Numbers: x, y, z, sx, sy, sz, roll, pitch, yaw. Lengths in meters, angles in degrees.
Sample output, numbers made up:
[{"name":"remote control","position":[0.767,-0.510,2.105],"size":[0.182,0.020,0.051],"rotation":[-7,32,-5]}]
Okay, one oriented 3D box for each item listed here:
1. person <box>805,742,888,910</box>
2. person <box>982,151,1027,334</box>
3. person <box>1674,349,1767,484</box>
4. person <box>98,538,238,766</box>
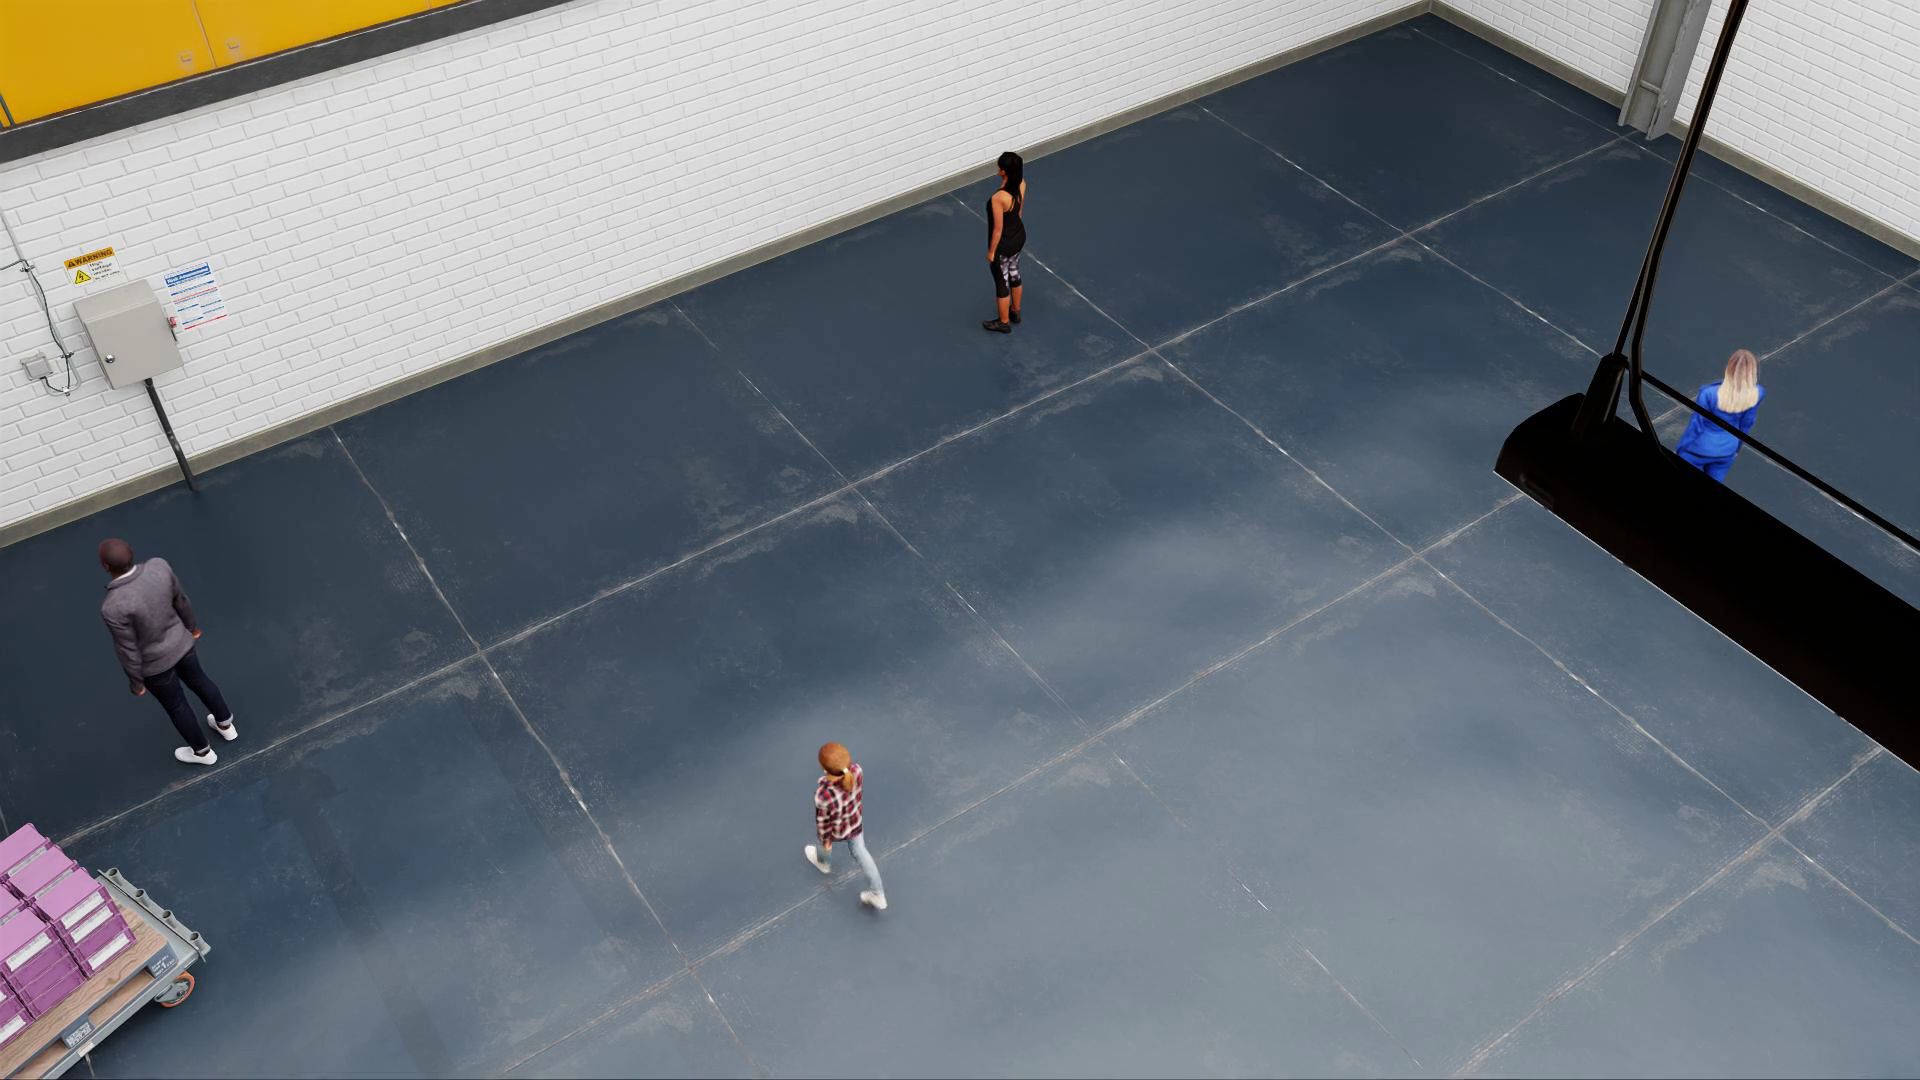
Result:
[{"name":"person","position":[-0.636,1.639,9.529],"size":[0.588,1.282,0.926],"rotation":[-31,52,-29]},{"name":"person","position":[0.379,-2.437,13.531],"size":[0.629,1.662,0.651],"rotation":[24,49,23]},{"name":"person","position":[5.222,-0.614,11.590],"size":[0.700,1.699,0.710],"rotation":[-3,44,-3]},{"name":"person","position":[-4.851,0.685,10.142],"size":[0.787,1.816,0.807],"rotation":[17,46,17]}]
